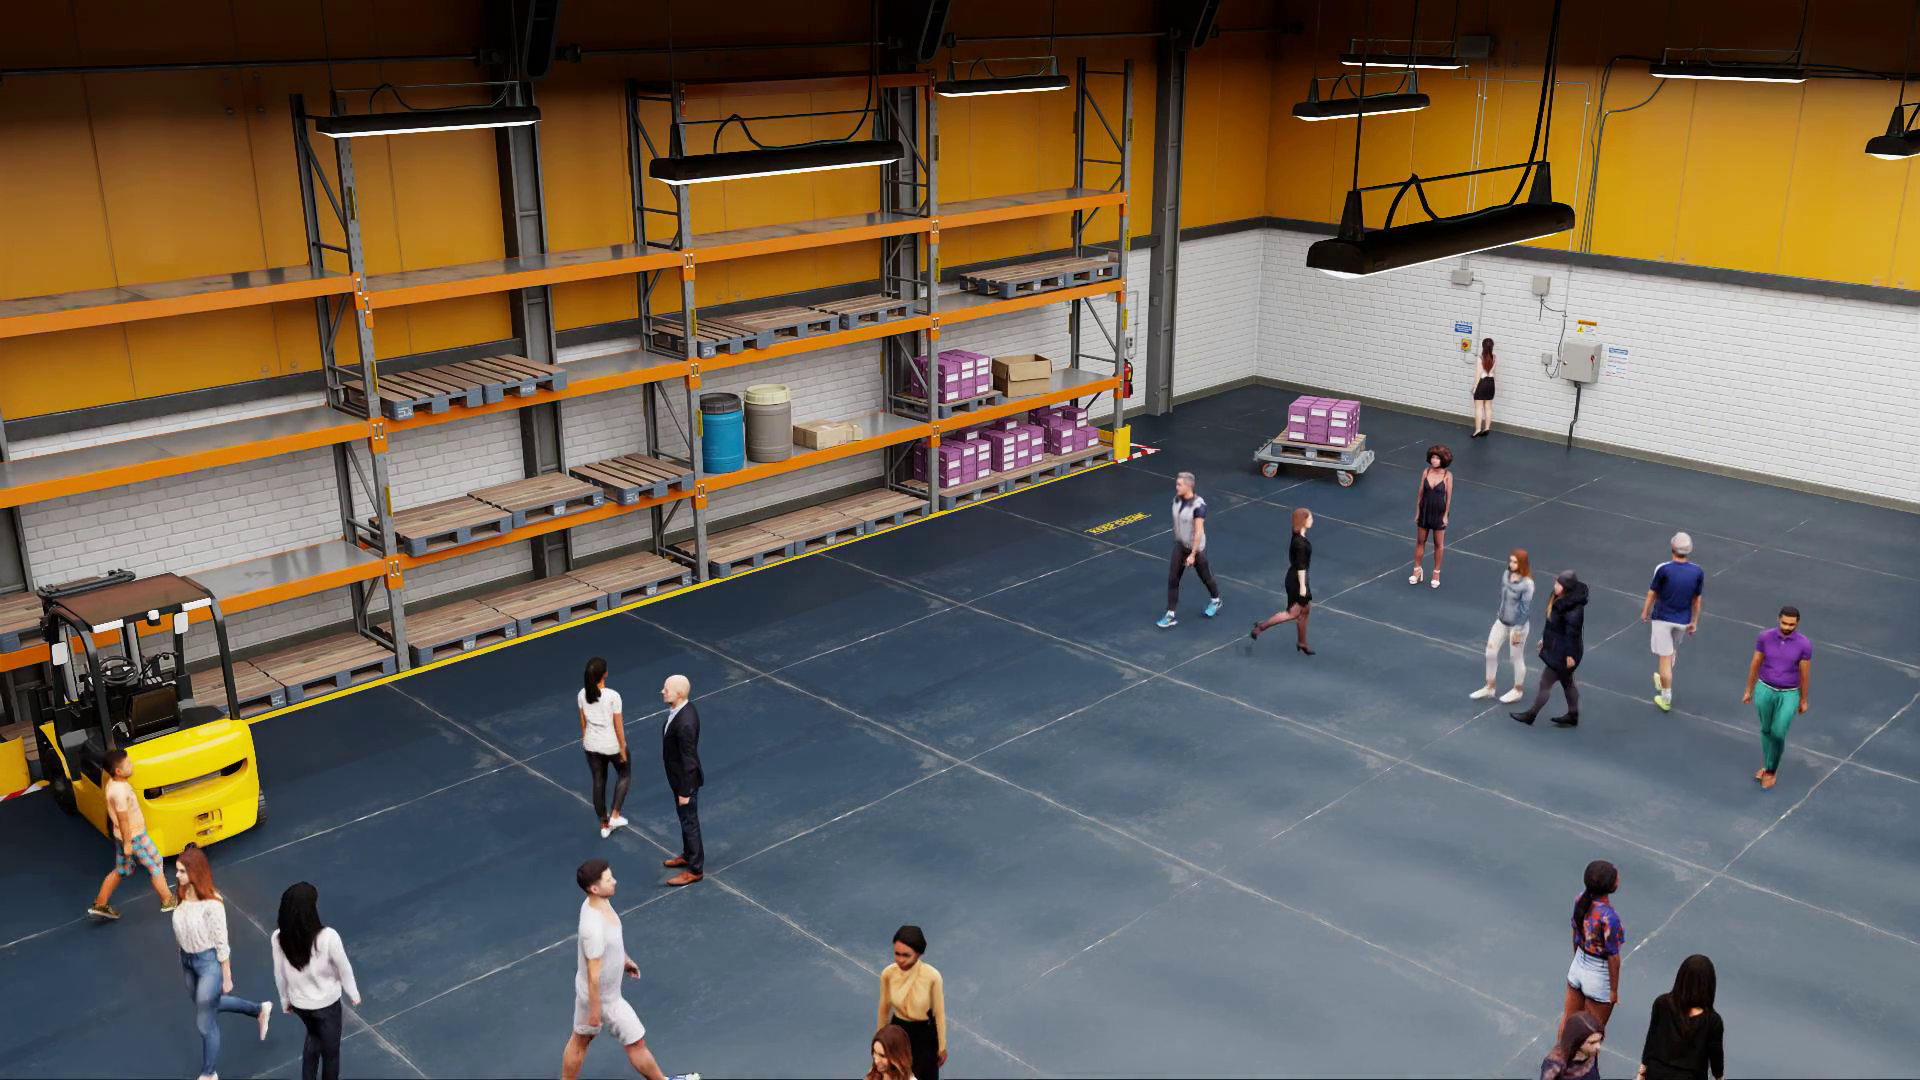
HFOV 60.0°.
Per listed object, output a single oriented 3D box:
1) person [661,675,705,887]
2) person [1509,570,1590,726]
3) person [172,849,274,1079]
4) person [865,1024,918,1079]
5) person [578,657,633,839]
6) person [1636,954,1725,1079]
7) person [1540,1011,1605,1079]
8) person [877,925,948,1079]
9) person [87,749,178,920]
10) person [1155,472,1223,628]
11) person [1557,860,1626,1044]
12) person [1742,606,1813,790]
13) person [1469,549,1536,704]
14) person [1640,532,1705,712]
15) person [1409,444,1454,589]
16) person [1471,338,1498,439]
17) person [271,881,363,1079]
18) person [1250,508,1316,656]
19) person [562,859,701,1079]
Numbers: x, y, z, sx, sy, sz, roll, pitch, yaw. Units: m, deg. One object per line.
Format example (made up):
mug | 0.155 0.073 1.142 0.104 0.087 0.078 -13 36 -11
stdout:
person | -2.258 1.935 13.624 0.763 1.800 0.767 -5 19 -15
person | 6.021 1.082 16.390 1.011 1.652 0.996 3 19 10
person | -4.976 2.824 11.133 0.754 1.707 1.078 10 21 28
person | -0.280 3.451 9.176 0.659 1.767 1.005 15 24 38
person | -3.083 1.811 14.253 0.695 1.635 0.727 5 19 14
person | 4.261 3.268 9.958 0.646 1.615 1.008 15 24 38
person | 3.440 3.393 9.634 0.910 1.584 0.699 -14 23 -37
person | -0.267 3.114 10.363 0.772 1.647 0.850 4 19 13
person | -6.581 2.325 13.028 0.985 1.442 0.602 -14 23 -36
person | 2.717 0.104 19.105 1.226 1.773 0.732 -16 24 -39
person | 4.139 2.879 10.912 0.661 1.743 0.665 -6 20 -18
person | 7.558 1.394 15.323 0.697 1.743 0.749 16 24 39
person | 5.709 0.875 16.958 0.884 1.682 0.783 -7 20 -20
person | 7.233 0.853 16.834 1.019 1.804 1.076 -1 19 -2
person | 5.770 -0.304 20.291 0.606 1.789 0.603 11 22 30
person | 8.483 -2.458 26.909 0.565 1.648 0.684 -8 20 -21
person | -4.163 3.001 10.637 0.731 1.687 0.769 3 19 9
person | 3.591 0.482 18.125 0.969 1.683 0.986 3 19 9
person | -2.409 2.908 10.729 1.281 1.806 1.086 -5 19 -14
